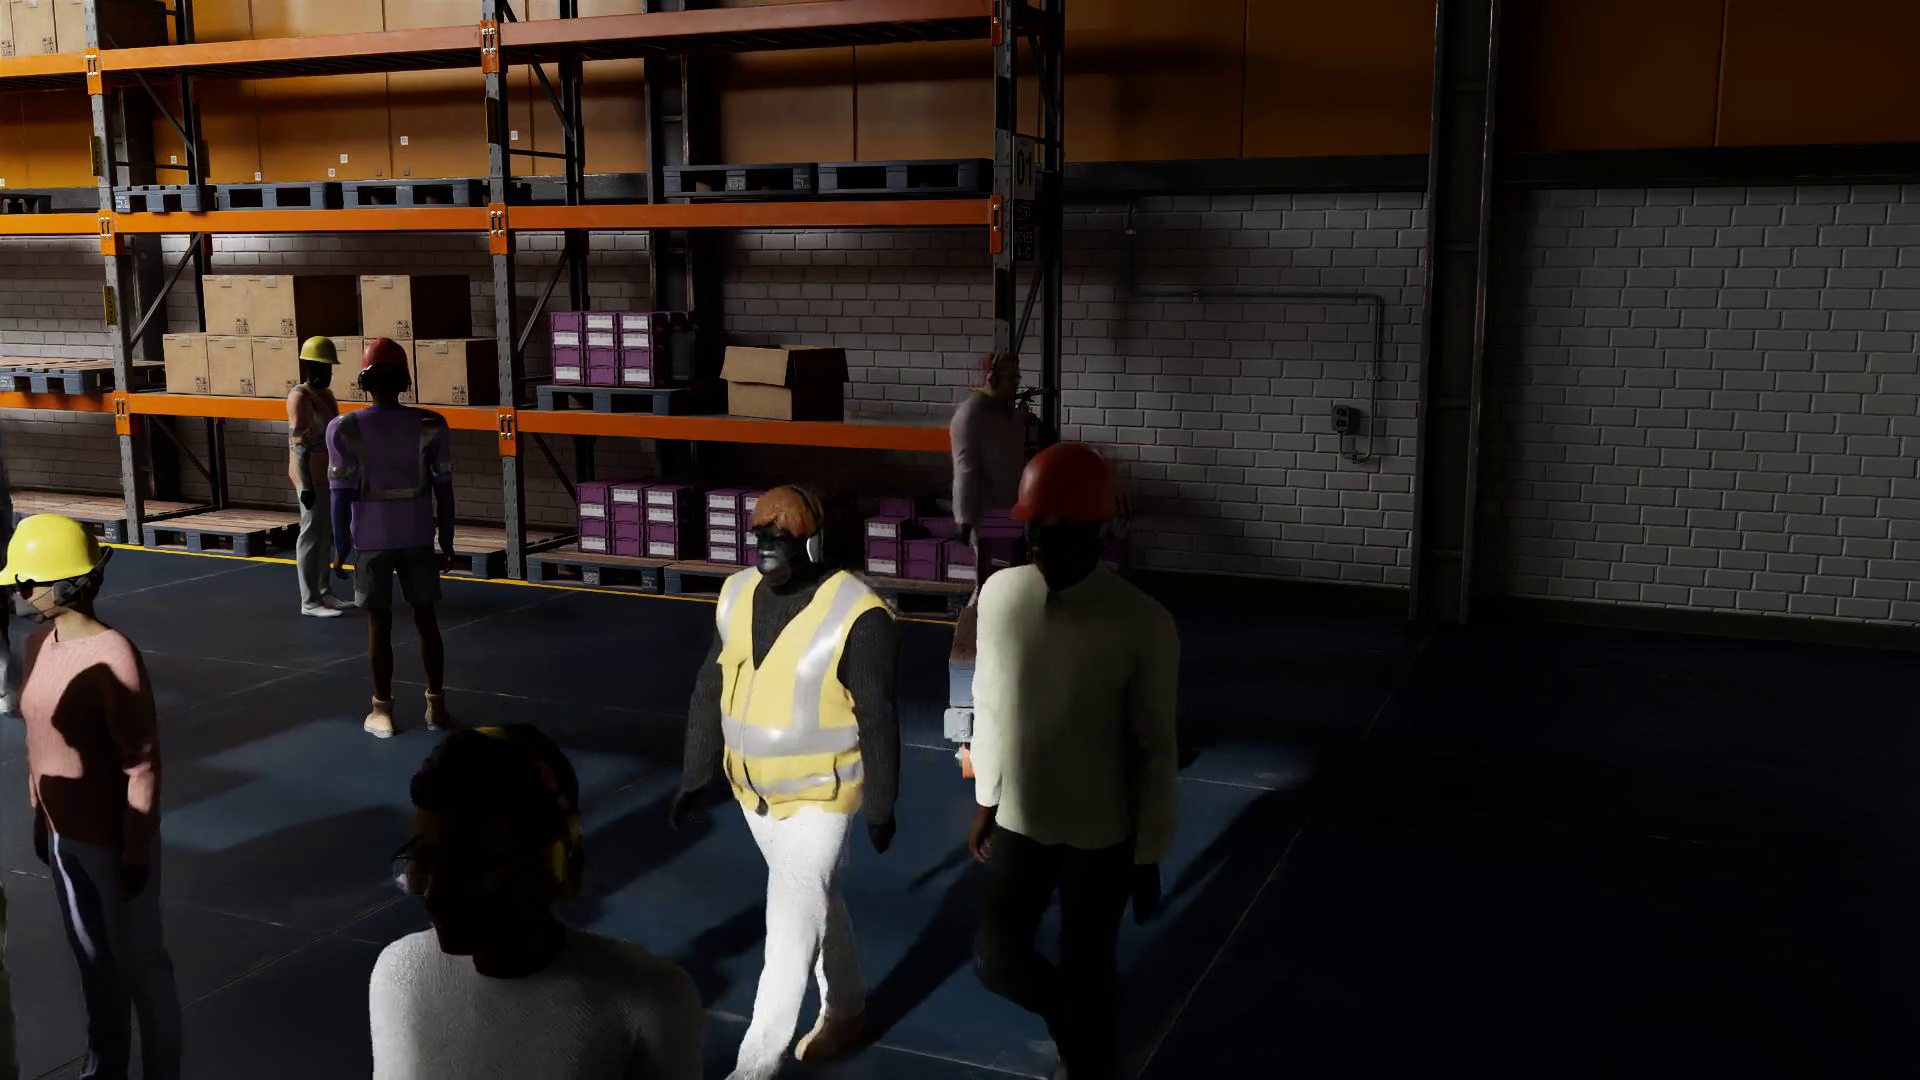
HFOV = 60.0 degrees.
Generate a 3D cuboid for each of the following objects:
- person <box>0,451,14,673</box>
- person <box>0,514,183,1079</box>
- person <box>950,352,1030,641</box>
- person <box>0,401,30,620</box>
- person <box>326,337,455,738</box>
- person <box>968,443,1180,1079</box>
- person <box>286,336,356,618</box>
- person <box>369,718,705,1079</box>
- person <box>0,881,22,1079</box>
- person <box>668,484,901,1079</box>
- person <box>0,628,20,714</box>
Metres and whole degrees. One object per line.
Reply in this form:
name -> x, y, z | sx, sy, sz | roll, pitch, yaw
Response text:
person -> -5.994, -0.159, 9.910 | 1.020, 1.874, 0.567 | 7, 12, 37
person -> -2.365, 0.798, 4.521 | 0.526, 1.765, 0.329 | 6, 11, 33
person -> 0.225, -0.170, 9.908 | 0.418, 1.894, 0.678 | 6, 11, 32
person -> -6.786, -0.399, 11.319 | 1.012, 1.895, 0.636 | 3, 10, 18
person -> -2.915, -0.014, 8.548 | 0.615, 2.040, 0.391 | -5, 11, -28
person -> 0.286, 0.722, 4.320 | 0.646, 1.979, 0.533 | 7, 12, 37
person -> -4.393, -0.436, 11.433 | 0.384, 1.924, 0.589 | 0, 9, -1
person -> -0.612, 1.152, 2.169 | 0.533, 1.844, 0.740 | 4, 10, 23
person -> -2.031, 1.107, 3.113 | 0.549, 1.607, 0.465 | 2, 10, 10
person -> -0.537, 0.740, 4.782 | 0.625, 1.794, 0.930 | 8, 12, 40
person -> -5.457, 0.038, 8.936 | 1.001, 1.818, 0.525 | 5, 11, 26
